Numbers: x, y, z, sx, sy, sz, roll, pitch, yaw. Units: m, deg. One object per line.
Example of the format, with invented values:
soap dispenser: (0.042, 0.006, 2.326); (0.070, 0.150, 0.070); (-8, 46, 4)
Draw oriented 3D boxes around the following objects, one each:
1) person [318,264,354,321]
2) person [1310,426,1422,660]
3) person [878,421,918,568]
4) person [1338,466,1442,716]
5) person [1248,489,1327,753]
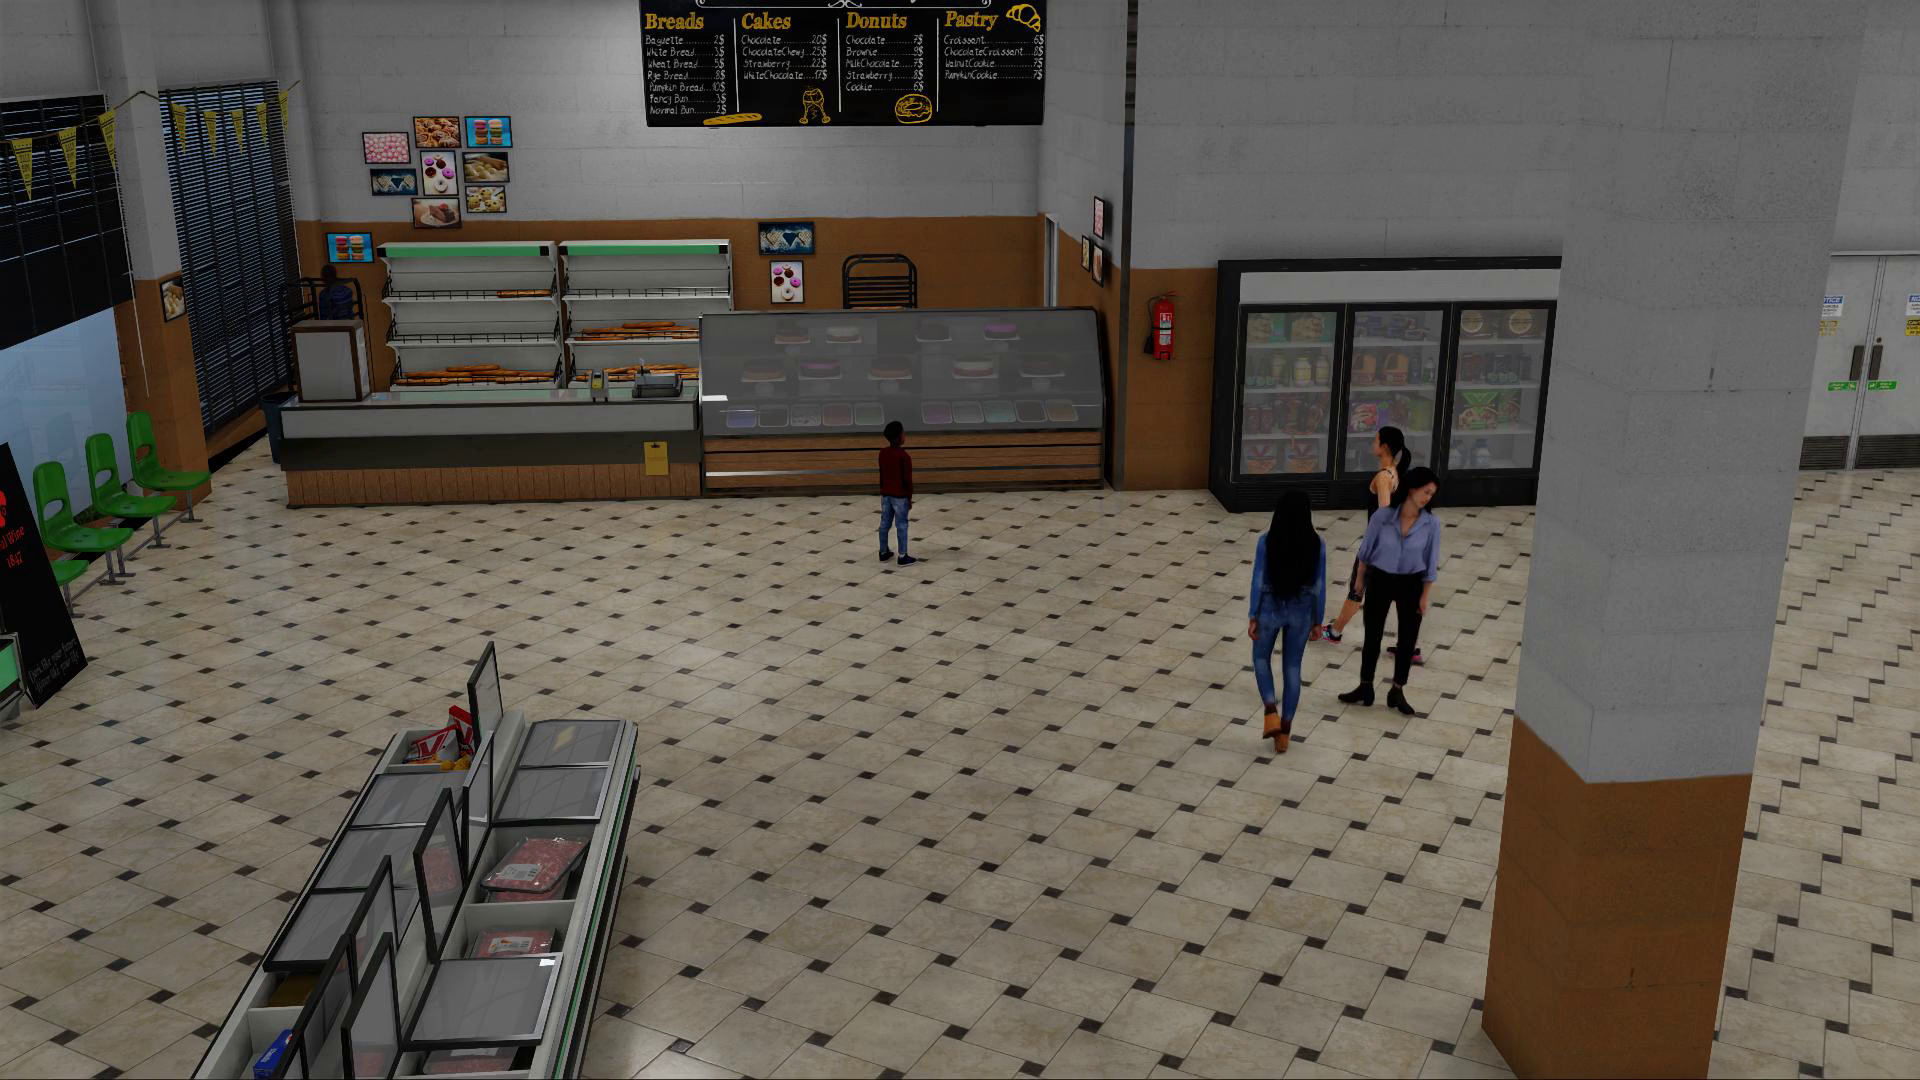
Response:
person: (-7.398, -2.365, 19.751); (0.831, 1.823, 0.701); (6, 18, 20)
person: (3.165, 0.057, 11.997); (1.062, 1.694, 1.060); (11, 20, 32)
person: (-0.559, -0.401, 14.263); (0.578, 1.253, 0.632); (12, 21, 35)
person: (2.840, 0.324, 11.057); (0.823, 1.729, 0.769); (11, 20, 31)
person: (2.036, 0.541, 10.393); (0.690, 1.700, 0.718); (2, 17, 6)
